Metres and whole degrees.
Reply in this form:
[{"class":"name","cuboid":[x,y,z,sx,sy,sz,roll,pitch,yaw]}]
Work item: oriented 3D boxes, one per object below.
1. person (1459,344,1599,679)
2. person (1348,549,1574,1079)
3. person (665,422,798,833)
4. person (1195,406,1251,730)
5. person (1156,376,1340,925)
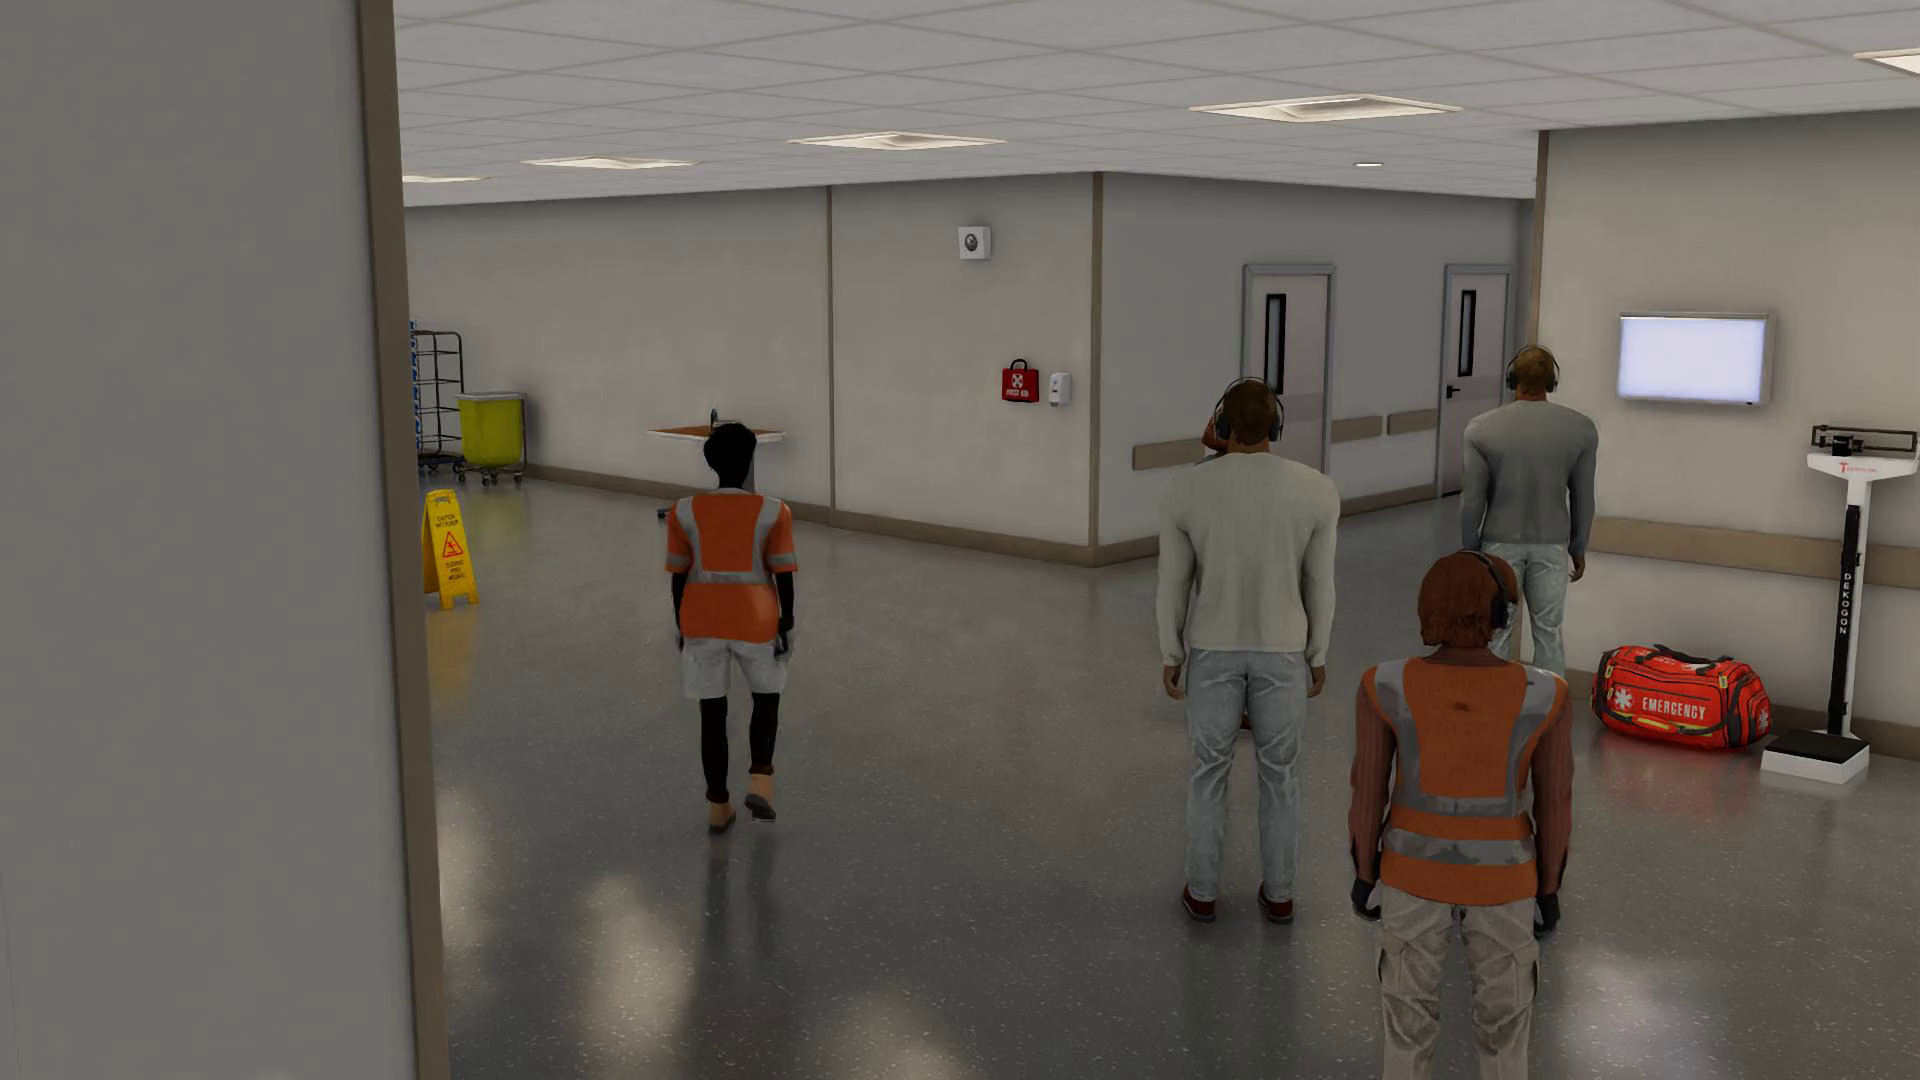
[{"class":"person","cuboid":[2.722,0.031,8.037,0.630,1.940,0.372,1,9,9]},{"class":"person","cuboid":[1.192,0.839,4.005,0.515,1.636,0.315,3,10,15]},{"class":"person","cuboid":[-0.931,0.363,6.795,0.544,1.679,0.385,0,9,-1]},{"class":"person","cuboid":[1.337,0.133,8.337,0.280,1.634,0.498,-5,10,-27]},{"class":"person","cuboid":[0.999,0.397,5.839,0.622,1.932,0.371,1,9,8]}]
